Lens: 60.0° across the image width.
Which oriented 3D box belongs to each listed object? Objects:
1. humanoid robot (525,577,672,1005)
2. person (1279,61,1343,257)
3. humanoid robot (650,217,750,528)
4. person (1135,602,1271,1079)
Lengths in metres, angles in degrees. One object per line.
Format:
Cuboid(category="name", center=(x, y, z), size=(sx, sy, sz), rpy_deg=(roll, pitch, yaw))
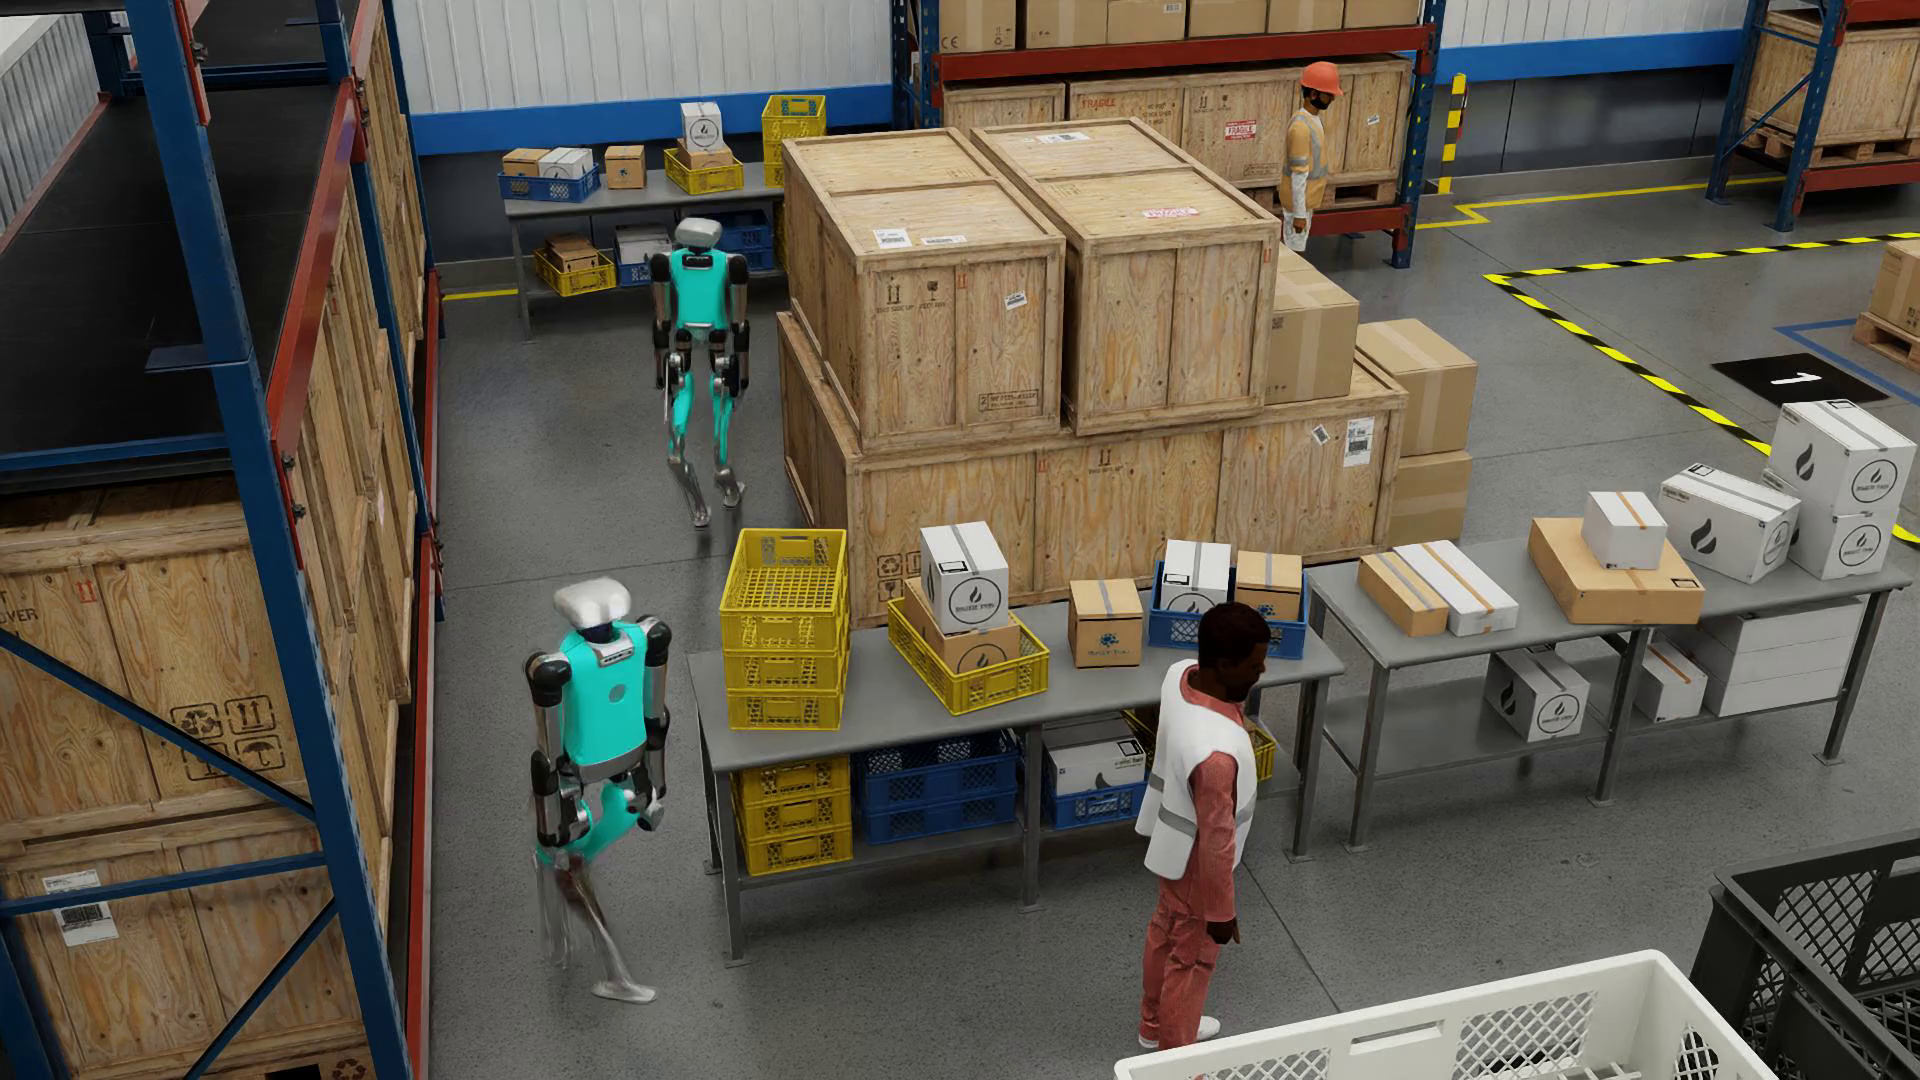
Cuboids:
Cuboid(category="humanoid robot", center=(-1.407, 0.889, 6.064), size=(0.576, 1.843, 0.757), rpy_deg=(-24, 37, -37))
Cuboid(category="person", center=(2.436, -2.401, 11.750), size=(0.359, 1.934, 0.542), rpy_deg=(8, 30, 14))
Cuboid(category="humanoid robot", center=(-1.418, -0.832, 9.107), size=(0.549, 1.743, 0.974), rpy_deg=(0, 29, 0))
Cuboid(category="person", center=(0.785, 1.046, 5.516), size=(0.392, 1.913, 0.587), rpy_deg=(-2, 29, -4))
